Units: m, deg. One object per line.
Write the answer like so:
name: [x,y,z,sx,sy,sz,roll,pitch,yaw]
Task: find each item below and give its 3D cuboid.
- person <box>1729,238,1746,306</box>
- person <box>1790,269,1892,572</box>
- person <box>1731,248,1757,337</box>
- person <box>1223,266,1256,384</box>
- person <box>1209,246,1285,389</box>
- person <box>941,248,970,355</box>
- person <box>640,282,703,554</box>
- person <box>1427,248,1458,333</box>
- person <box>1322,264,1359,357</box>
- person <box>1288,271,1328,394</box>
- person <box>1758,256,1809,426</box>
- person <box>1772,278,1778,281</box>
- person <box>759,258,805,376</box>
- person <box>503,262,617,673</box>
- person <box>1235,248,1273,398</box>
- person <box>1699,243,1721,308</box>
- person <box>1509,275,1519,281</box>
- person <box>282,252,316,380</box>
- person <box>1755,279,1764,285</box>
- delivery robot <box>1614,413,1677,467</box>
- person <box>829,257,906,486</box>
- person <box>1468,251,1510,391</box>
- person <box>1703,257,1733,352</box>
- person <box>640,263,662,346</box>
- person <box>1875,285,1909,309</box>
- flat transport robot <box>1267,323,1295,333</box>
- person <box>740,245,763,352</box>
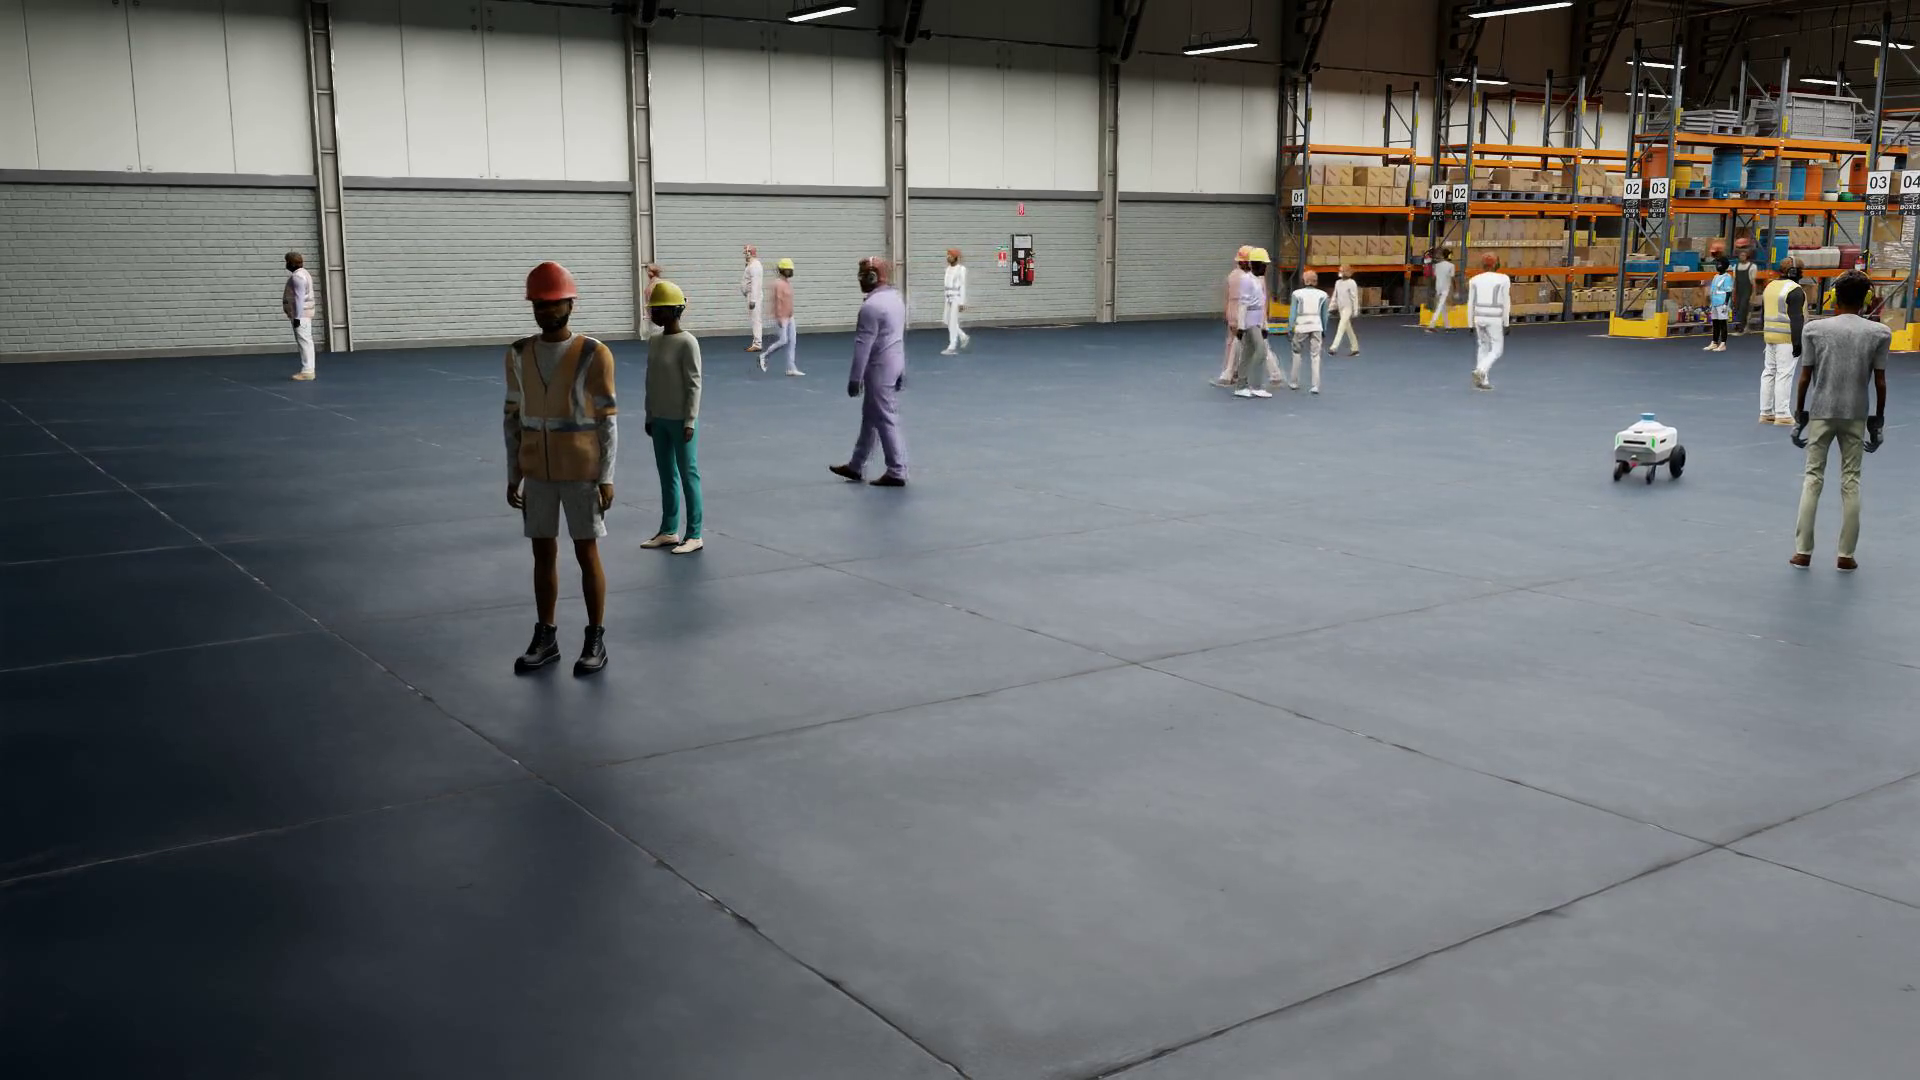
person: [19.778,-6.656,42.342,0.863,2.003,0.632,-7,12,-33]
person: [5.426,-0.732,10.276,0.509,1.863,0.311,5,11,25]
person: [16.238,-5.120,34.405,0.550,1.828,0.518,-7,12,-33]
person: [3.925,-3.063,23.015,0.458,1.868,0.696,-5,12,-28]
person: [3.954,-3.003,22.539,0.988,1.942,0.611,0,10,0]
person: [-0.074,-4.187,29.182,0.583,1.866,0.586,-7,12,-34]
person: [-1.887,-0.794,10.868,0.525,1.769,0.308,10,14,43]
person: [10.355,-5.331,35.616,0.990,1.820,0.537,-6,12,-31]
person: [6.587,-3.945,28.632,0.872,1.585,0.505,-4,11,-22]
person: [4.603,-2.761,22.086,0.567,1.599,0.792,-1,10,-3]
person: [9.039,-2.174,18.223,0.429,1.843,0.629,-1,10,-5]
person: [20.063,-6.141,40.626,0.512,1.611,0.819,7,12,33]
person: [-2.650,-3.303,24.657,0.606,1.748,0.537,4,11,21]
person: [-1.890,-0.326,7.838,0.554,1.939,0.377,2,11,11]
person: [3.834,-2.759,21.236,0.695,1.904,0.628,5,12,26]
person: [18.322,-6.244,40.361,0.786,1.908,0.559,-5,11,-24]
person: [13.659,-6.423,41.538,0.403,1.833,0.586,-8,13,-37]
person: [-9.547,-3.232,24.027,0.429,1.840,0.629,-2,11,-11]
person: [23.305,-7.707,48.243,0.930,1.962,0.615,-4,11,-23]
delivery robot: [5.843,-0.836,14.160,0.477,0.478,0.707,8,13,37]
person: [-0.796,-1.381,13.747,0.785,1.879,0.677,3,11,15]
person: [6.976,-2.881,22.029,0.596,1.869,0.596,-9,14,-42]
person: [13.647,-4.226,29.871,0.319,1.696,0.532,-1,10,-6]
person: [-5.002,-3.700,27.144,0.360,1.625,0.547,-7,12,-33]
person: [19.050,-5.014,33.961,0.619,1.784,0.942,9,14,40]
flat transport robot: [6.470,-4.458,35.050,1.431,0.197,0.652,-5,12,-27]
person: [-3.744,-4.339,29.926,0.402,1.904,0.638,-1,10,-5]
